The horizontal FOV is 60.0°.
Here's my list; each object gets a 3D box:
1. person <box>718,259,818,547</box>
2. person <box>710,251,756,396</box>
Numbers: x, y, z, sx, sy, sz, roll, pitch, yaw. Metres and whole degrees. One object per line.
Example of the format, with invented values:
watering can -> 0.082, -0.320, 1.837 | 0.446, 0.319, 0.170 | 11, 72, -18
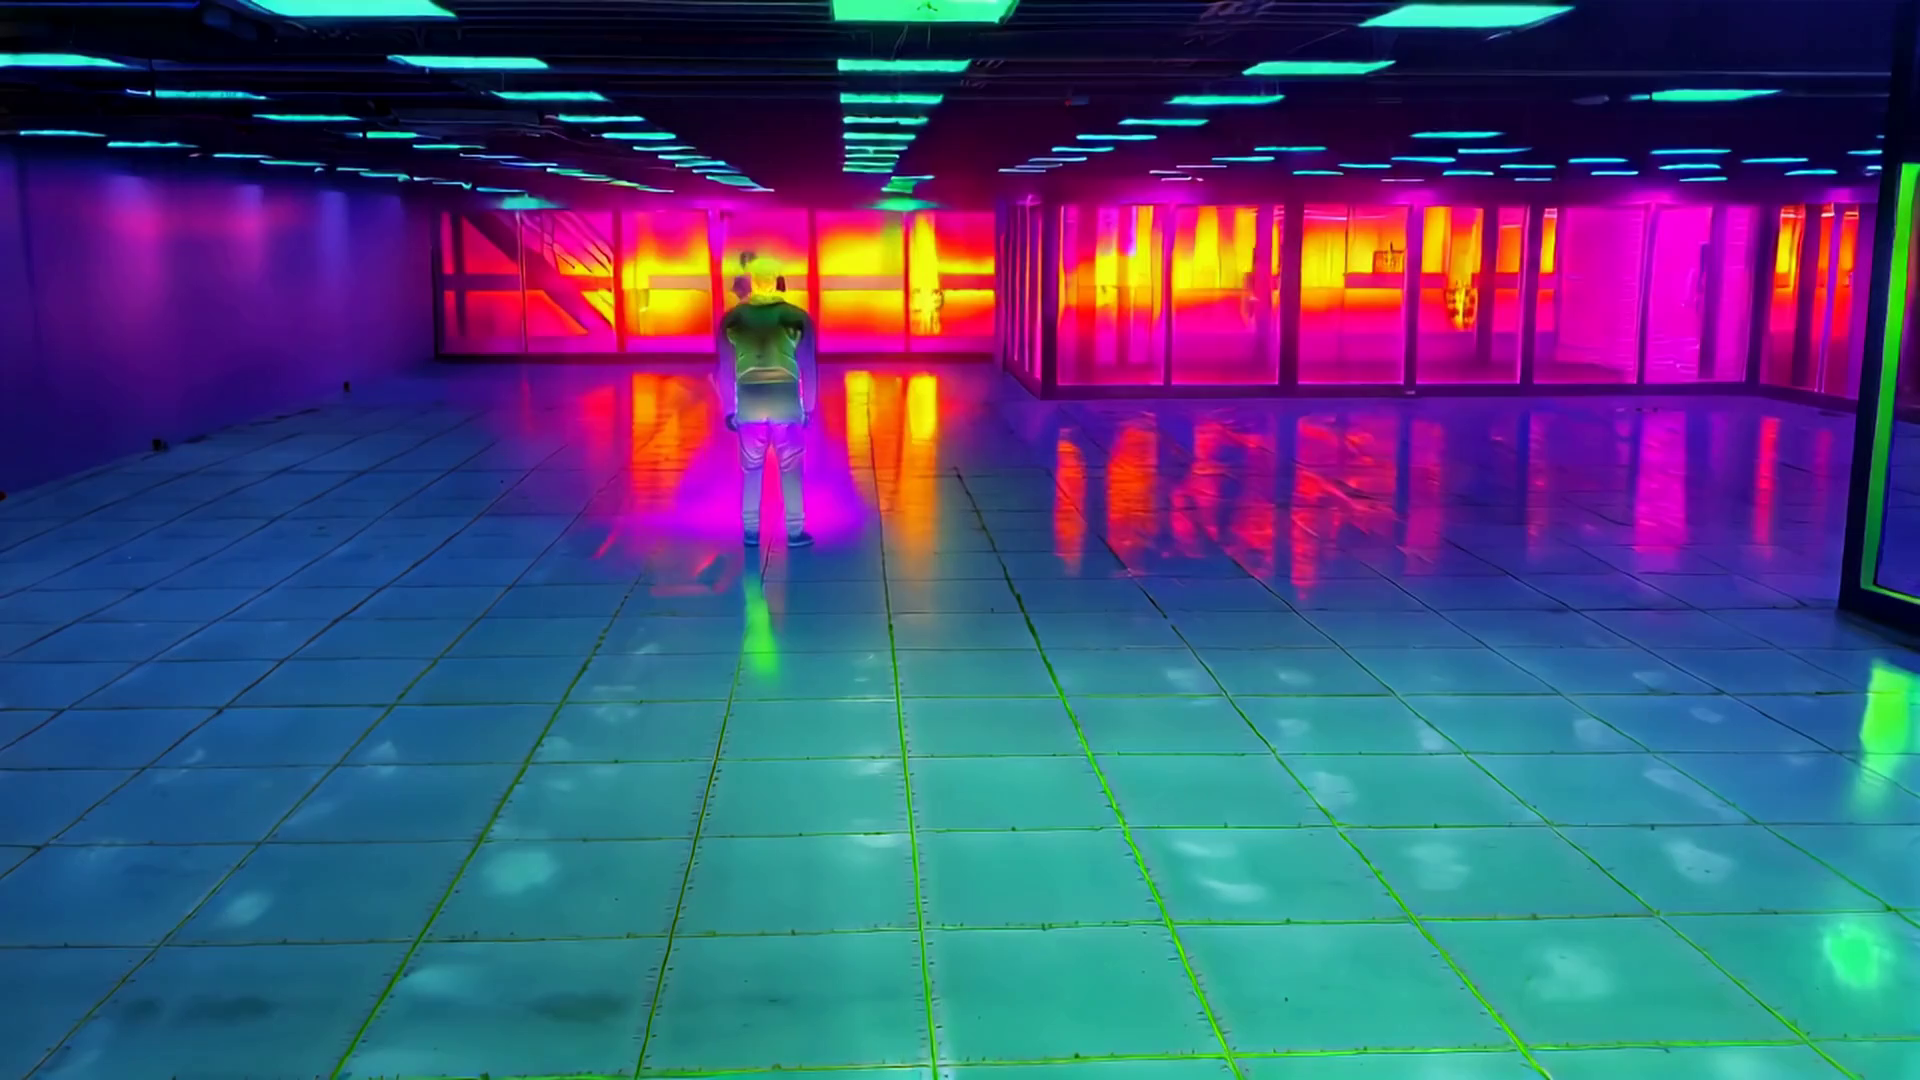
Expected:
person -> -1.256, -0.898, 11.030 | 0.643, 1.908, 0.411 | 0, 11, 1
person -> -2.723, -2.673, 20.776 | 0.776, 1.852, 0.524 | 4, 11, 20
